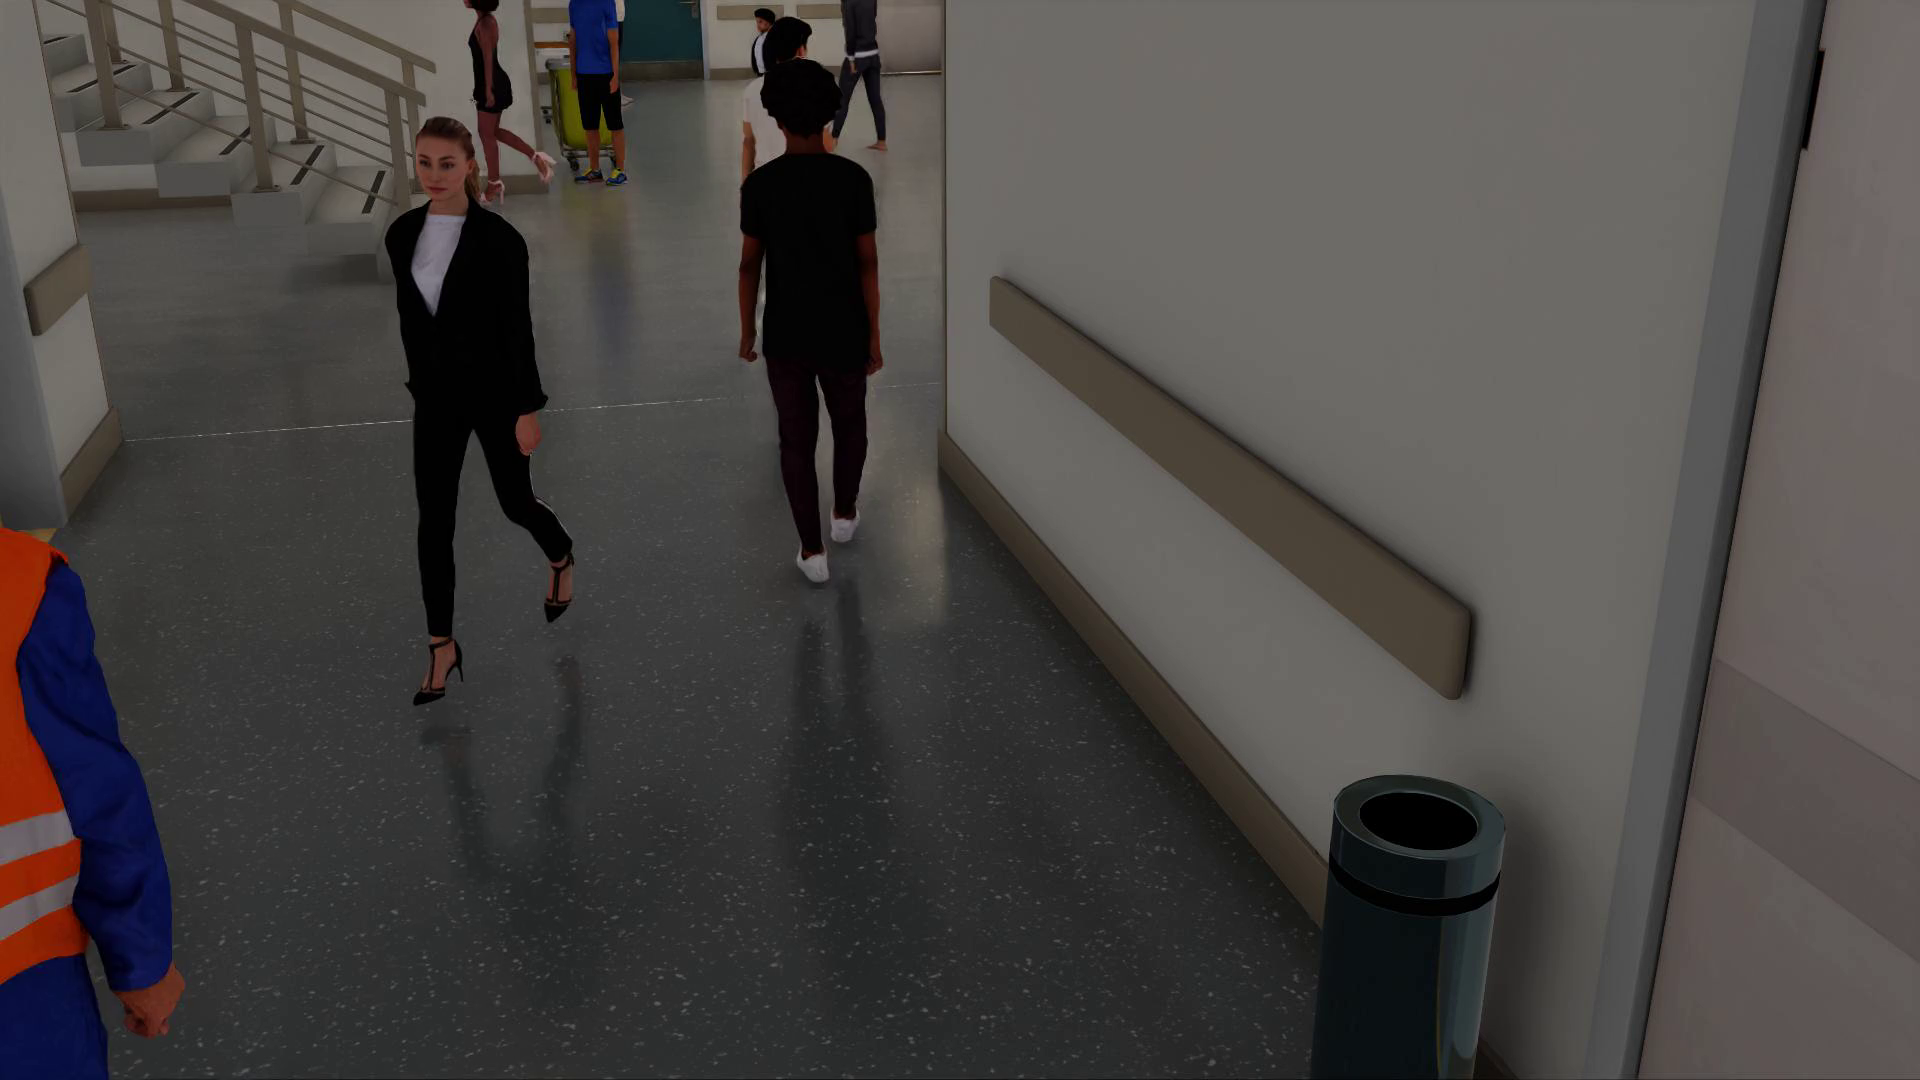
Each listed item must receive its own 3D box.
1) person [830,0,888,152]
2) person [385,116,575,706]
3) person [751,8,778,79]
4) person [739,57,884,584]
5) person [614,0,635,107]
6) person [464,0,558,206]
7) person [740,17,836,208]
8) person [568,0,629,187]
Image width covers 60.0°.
[{"bbox_3d":[-0.879,-4.619,16.041,1.063,1.730,0.991,-19,28,-40],"label":"person"},{"bbox_3d":[-1.396,-0.392,4.979,1.116,1.661,1.035,5,21,13],"label":"person"},{"bbox_3d":[-2.139,-5.268,18.469,0.597,1.223,0.577,-18,27,-39],"label":"person"},{"bbox_3d":[-0.487,-0.706,5.671,0.839,1.757,0.754,-3,21,-9],"label":"person"},{"bbox_3d":[-4.207,-6.204,20.113,0.588,1.809,0.639,0,21,1],"label":"person"},{"bbox_3d":[-3.605,-3.535,13.121,0.884,1.770,0.600,-4,21,-10],"label":"person"},{"bbox_3d":[-0.943,-1.789,8.566,0.967,1.701,1.022,11,23,27],"label":"person"},{"bbox_3d":[-3.073,-3.968,14.131,0.680,1.866,0.762,9,22,21],"label":"person"}]
